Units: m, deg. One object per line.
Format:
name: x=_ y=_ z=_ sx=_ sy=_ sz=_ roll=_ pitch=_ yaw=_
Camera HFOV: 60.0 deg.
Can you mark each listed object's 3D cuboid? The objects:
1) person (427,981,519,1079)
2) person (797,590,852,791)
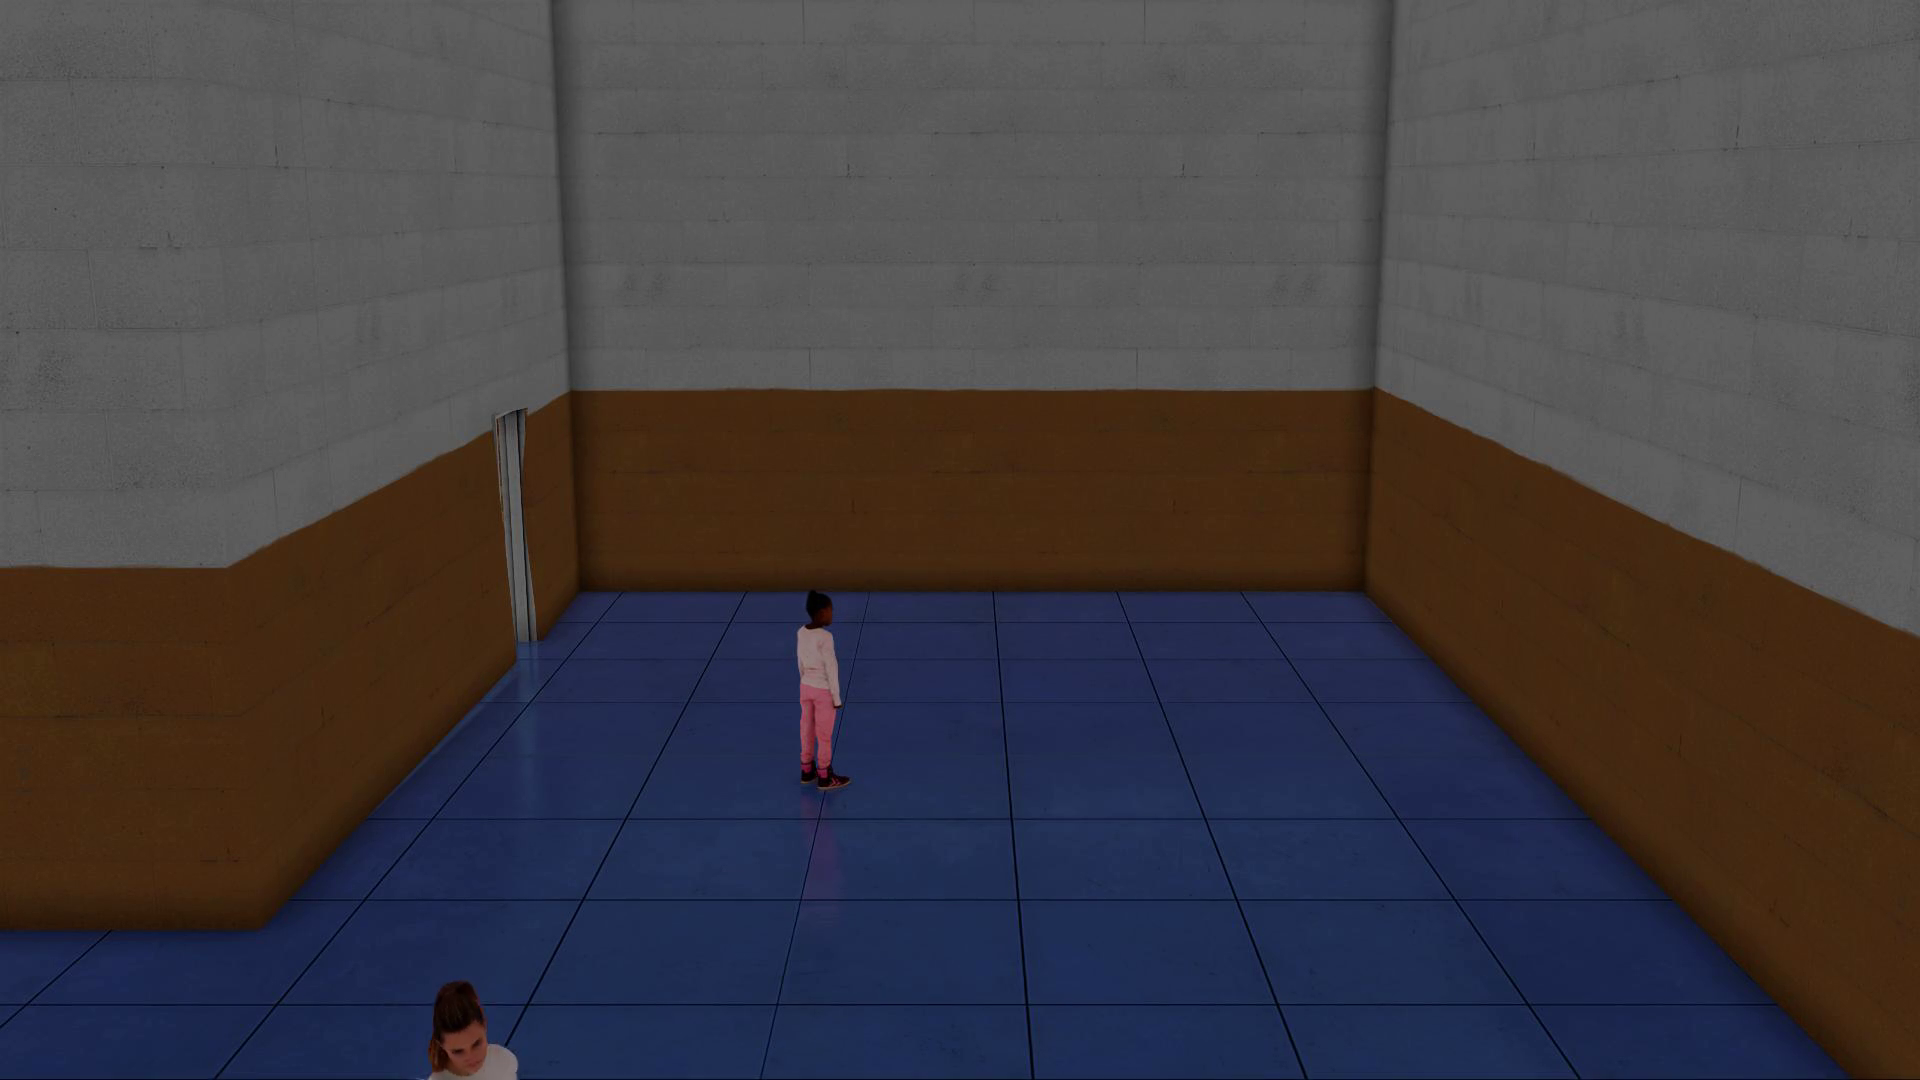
person: x=-1.720 y=2.269 z=5.697 sx=0.948 sy=1.698 sz=0.869 roll=7 pitch=14 yaw=30
person: x=-1.024 y=1.065 z=12.001 sx=0.676 sy=1.455 sz=0.617 roll=-11 pitch=16 yaw=-43
